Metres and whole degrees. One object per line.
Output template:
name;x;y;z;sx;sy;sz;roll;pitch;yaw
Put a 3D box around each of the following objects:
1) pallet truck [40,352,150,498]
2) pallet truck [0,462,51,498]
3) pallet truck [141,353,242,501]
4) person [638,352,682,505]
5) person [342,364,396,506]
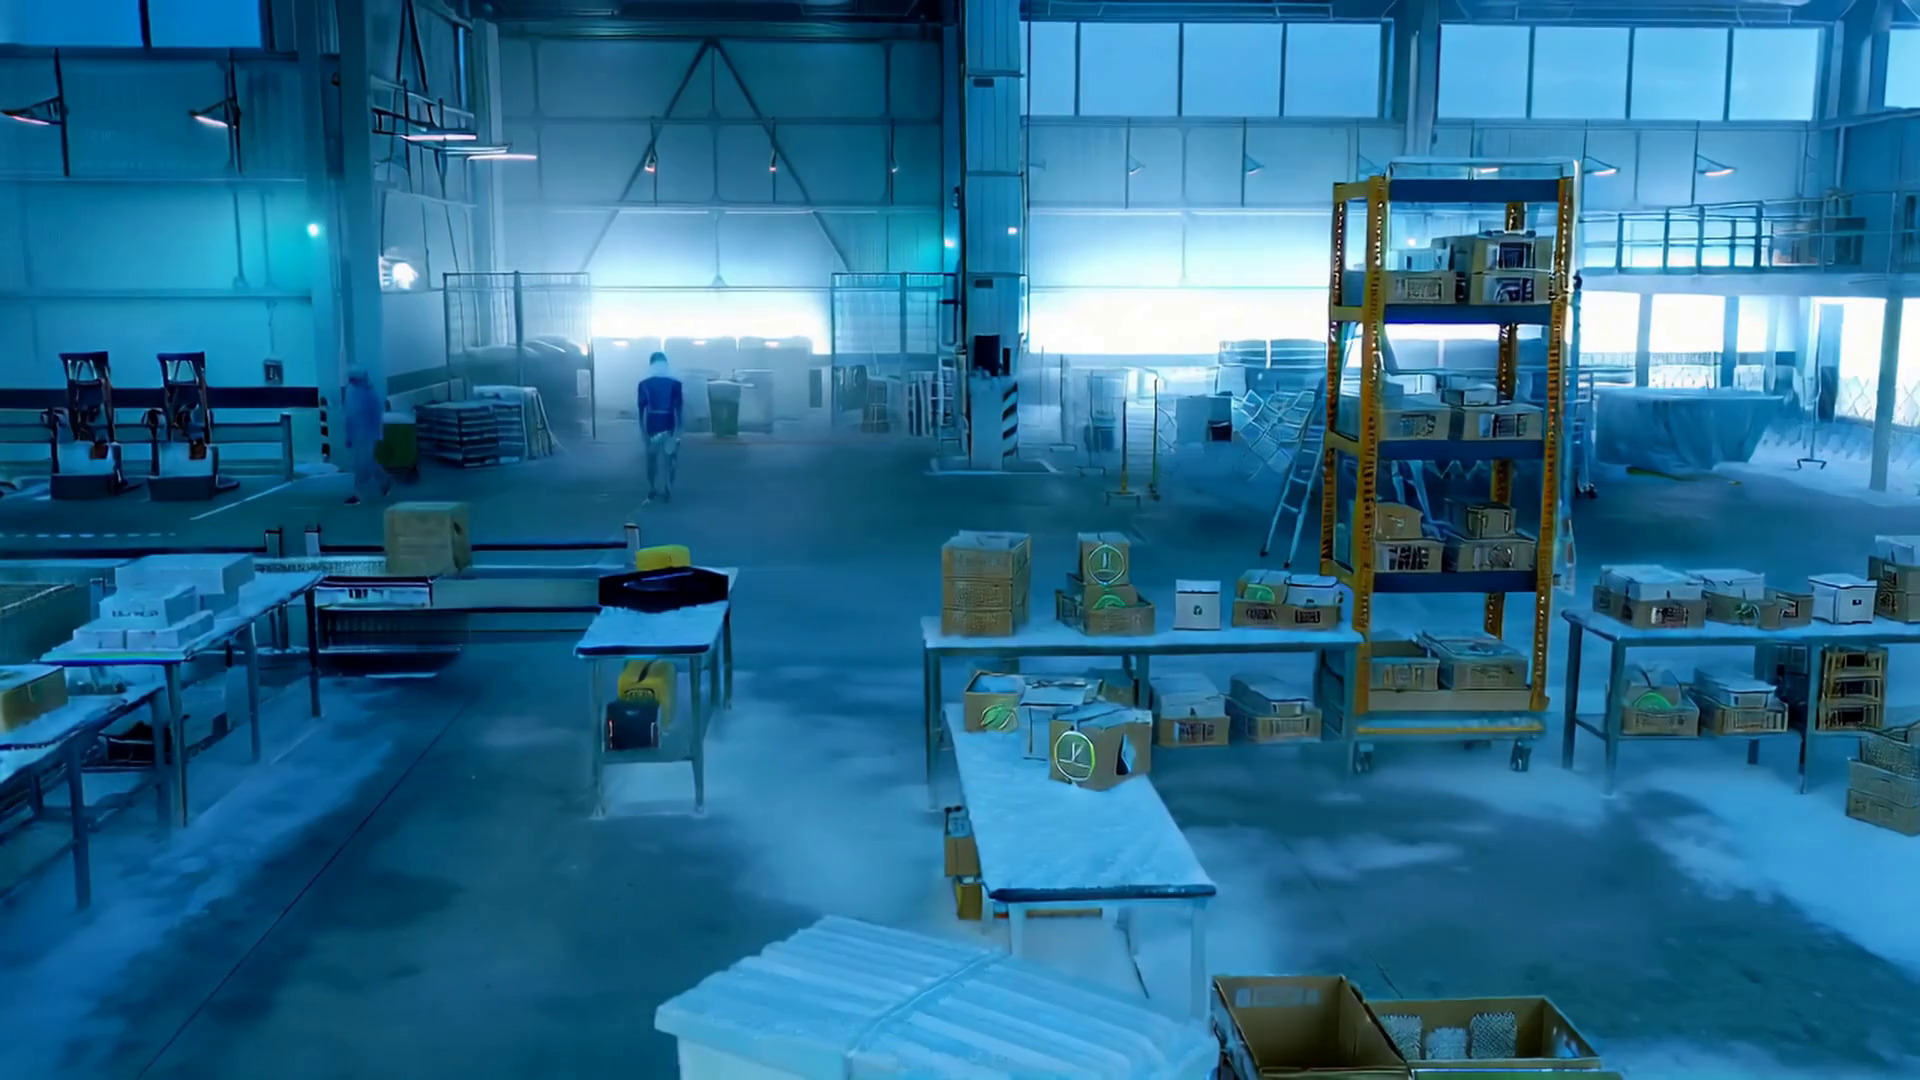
pallet truck;-11.907;-1.642;23.165;0.823;1.965;1.885;0;9;0
pallet truck;-13.193;-1.293;23.148;0.653;1.274;1.630;-1;9;-4
pallet truck;-10.520;-1.604;22.925;0.823;1.965;1.885;-1;9;-6
person;-4.002;-1.492;22.153;0.610;2.015;0.778;-4;10;-22
person;-7.915;-1.419;22.161;0.653;1.875;0.900;6;11;32
